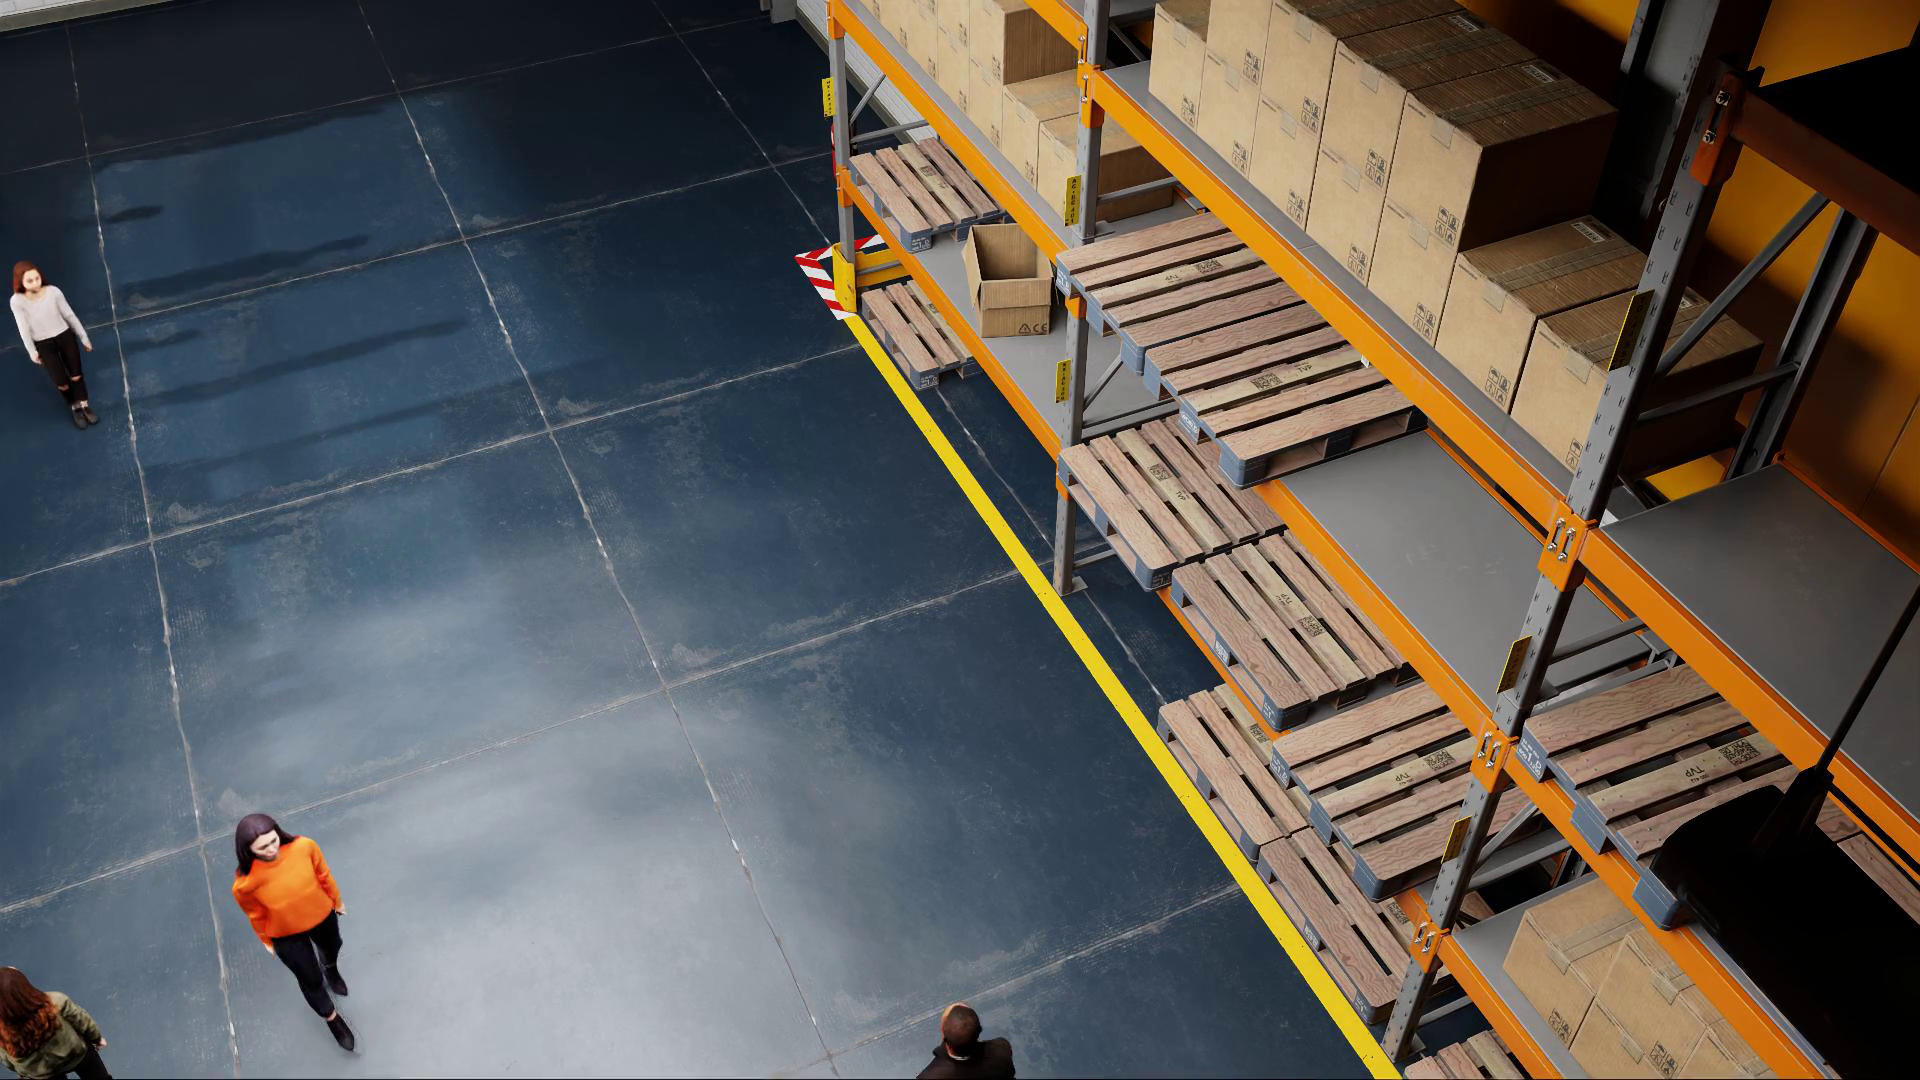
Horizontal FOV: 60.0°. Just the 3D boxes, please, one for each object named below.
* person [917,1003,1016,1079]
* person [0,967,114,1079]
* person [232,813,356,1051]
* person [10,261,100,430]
[{"bbox_3d":[0.037,2.872,7.913,0.717,1.885,0.734,-17,46,-17],"label":"person"},{"bbox_3d":[-4.597,2.628,8.466,0.592,1.475,0.494,-20,47,-20],"label":"person"},{"bbox_3d":[-3.557,2.010,8.919,0.895,1.745,0.775,33,53,30],"label":"person"},{"bbox_3d":[-7.013,-1.549,12.848,0.626,1.479,0.595,-31,51,-28],"label":"person"}]
